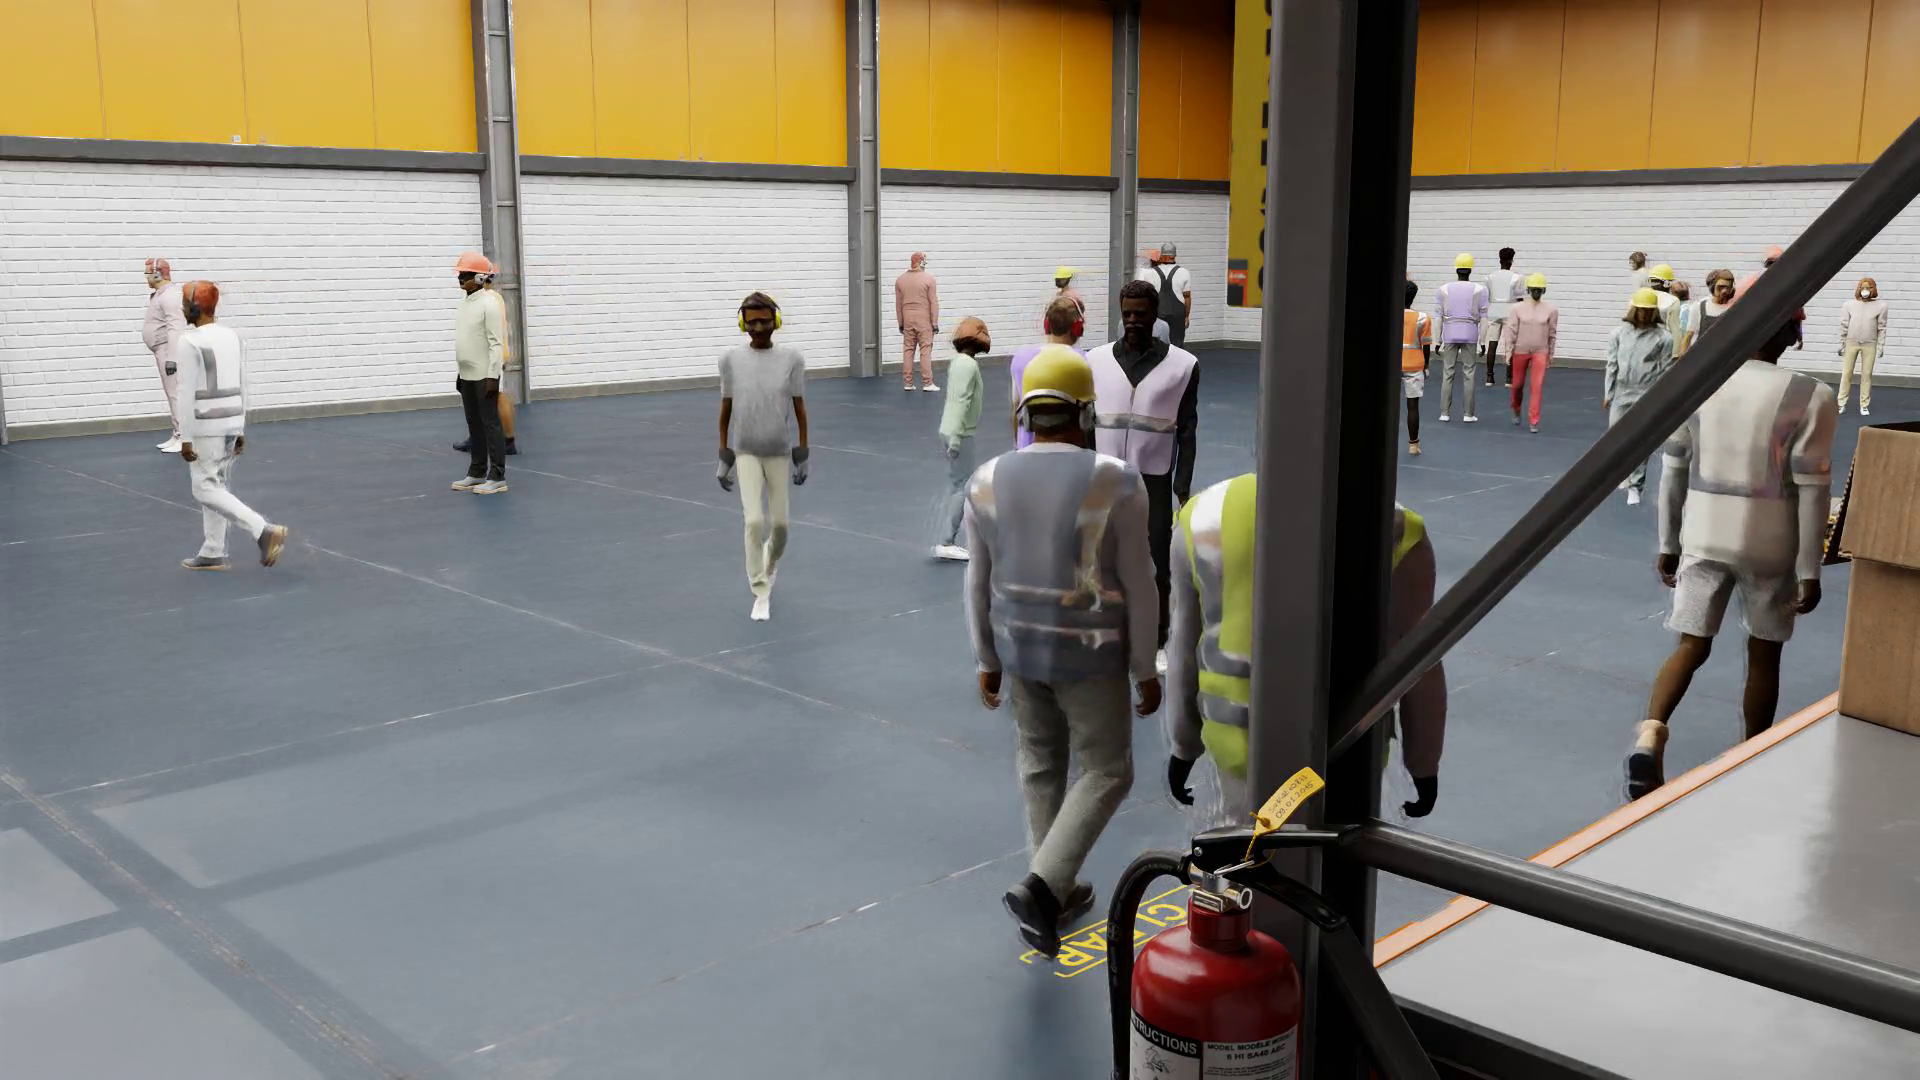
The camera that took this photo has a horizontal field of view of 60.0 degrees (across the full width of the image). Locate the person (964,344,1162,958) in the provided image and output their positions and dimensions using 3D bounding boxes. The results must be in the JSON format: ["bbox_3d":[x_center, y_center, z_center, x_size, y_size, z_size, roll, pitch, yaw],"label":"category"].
[{"bbox_3d":[0.282,0.336,4.919,0.605,1.815,0.647,6,12,30],"label":"person"}]

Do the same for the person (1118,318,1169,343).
[{"bbox_3d":[1.707,-1.539,15.641,0.511,1.618,0.406,3,11,15],"label":"person"}]

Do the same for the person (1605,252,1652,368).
[{"bbox_3d":[10.230,-3.369,24.934,1.039,1.875,0.655,9,14,41],"label":"person"}]

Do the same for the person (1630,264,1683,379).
[{"bbox_3d":[7.406,-2.012,17.691,0.403,1.830,0.590,-7,13,-34],"label":"person"}]

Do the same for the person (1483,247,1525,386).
[{"bbox_3d":[7.698,-3.159,23.570,0.600,1.967,0.368,7,13,34],"label":"person"}]

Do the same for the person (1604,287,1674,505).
[{"bbox_3d":[5.443,-1.167,13.347,0.489,1.722,0.571,6,12,31],"label":"person"}]

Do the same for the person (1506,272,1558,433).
[{"bbox_3d":[6.274,-2.074,18.280,0.526,1.741,0.794,3,11,17],"label":"person"}]

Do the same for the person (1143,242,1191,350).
[{"bbox_3d":[2.928,-3.180,23.483,0.672,2.000,0.536,2,11,11],"label":"person"}]

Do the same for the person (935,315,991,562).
[{"bbox_3d":[0.013,-0.676,10.994,0.409,1.605,0.525,-2,11,-11],"label":"person"}]

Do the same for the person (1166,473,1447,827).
[{"bbox_3d":[0.884,0.487,4.111,0.647,1.810,0.809,6,12,30],"label":"person"}]

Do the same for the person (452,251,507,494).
[{"bbox_3d":[-4.007,-1.385,13.813,0.612,1.997,0.376,10,14,43],"label":"person"}]

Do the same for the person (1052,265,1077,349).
[{"bbox_3d":[1.476,-2.741,21.913,0.670,1.749,0.533,-4,11,-22],"label":"person"}]

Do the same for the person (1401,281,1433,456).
[{"bbox_3d":[4.291,-1.656,16.116,0.540,1.696,0.316,3,11,15],"label":"person"}]

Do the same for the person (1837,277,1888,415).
[{"bbox_3d":[10.722,-2.298,19.786,0.500,1.633,0.286,6,12,31],"label":"person"}]

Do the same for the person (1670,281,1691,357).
[{"bbox_3d":[8.007,-2.073,18.580,0.362,1.625,0.530,-1,10,-3],"label":"person"}]

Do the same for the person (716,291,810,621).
[{"bbox_3d":[-1.126,-0.500,9.466,0.529,1.836,0.734,-2,11,-10],"label":"person"}]

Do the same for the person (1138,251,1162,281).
[{"bbox_3d":[3.111,-3.873,27.736,0.731,1.867,0.648,-8,13,-38],"label":"person"}]

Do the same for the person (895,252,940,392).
[{"bbox_3d":[-0.561,-2.984,22.802,0.636,1.902,0.404,5,12,27],"label":"person"}]

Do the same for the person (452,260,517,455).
[{"bbox_3d":[-4.683,-1.763,16.093,0.780,1.913,0.571,-1,10,-4],"label":"person"}]

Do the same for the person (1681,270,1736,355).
[{"bbox_3d":[7.116,-1.640,15.753,0.549,1.811,0.820,5,12,27],"label":"person"}]

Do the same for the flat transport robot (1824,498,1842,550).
[{"bbox_3d":[5.918,-0.153,11.809,0.652,0.197,1.431,7,12,33],"label":"flat transport robot"}]

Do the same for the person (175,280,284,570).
[{"bbox_3d":[-4.633,-0.697,10.445,0.740,1.863,0.583,2,11,11],"label":"person"}]

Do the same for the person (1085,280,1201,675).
[{"bbox_3d":[0.861,-0.302,8.124,0.592,1.920,0.392,3,11,14],"label":"person"}]

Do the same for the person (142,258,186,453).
[{"bbox_3d":[-7.834,-1.817,16.424,0.400,1.904,0.645,-6,12,-28],"label":"person"}]

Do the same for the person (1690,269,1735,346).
[{"bbox_3d":[7.321,-1.687,15.958,0.646,1.815,0.473,5,12,27],"label":"person"}]

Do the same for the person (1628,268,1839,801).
[{"bbox_3d":[2.846,0.017,6.119,0.888,2.019,0.621,-10,14,-43],"label":"person"}]

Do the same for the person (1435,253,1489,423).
[{"bbox_3d":[5.717,-2.300,18.986,0.591,1.930,0.357,4,11,22],"label":"person"}]

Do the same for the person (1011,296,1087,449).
[{"bbox_3d":[0.551,-0.442,9.222,0.593,1.793,0.958,5,11,25],"label":"person"}]

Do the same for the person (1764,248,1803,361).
[{"bbox_3d":[9.739,-2.488,19.899,1.101,1.969,0.649,-8,13,-39],"label":"person"}]
